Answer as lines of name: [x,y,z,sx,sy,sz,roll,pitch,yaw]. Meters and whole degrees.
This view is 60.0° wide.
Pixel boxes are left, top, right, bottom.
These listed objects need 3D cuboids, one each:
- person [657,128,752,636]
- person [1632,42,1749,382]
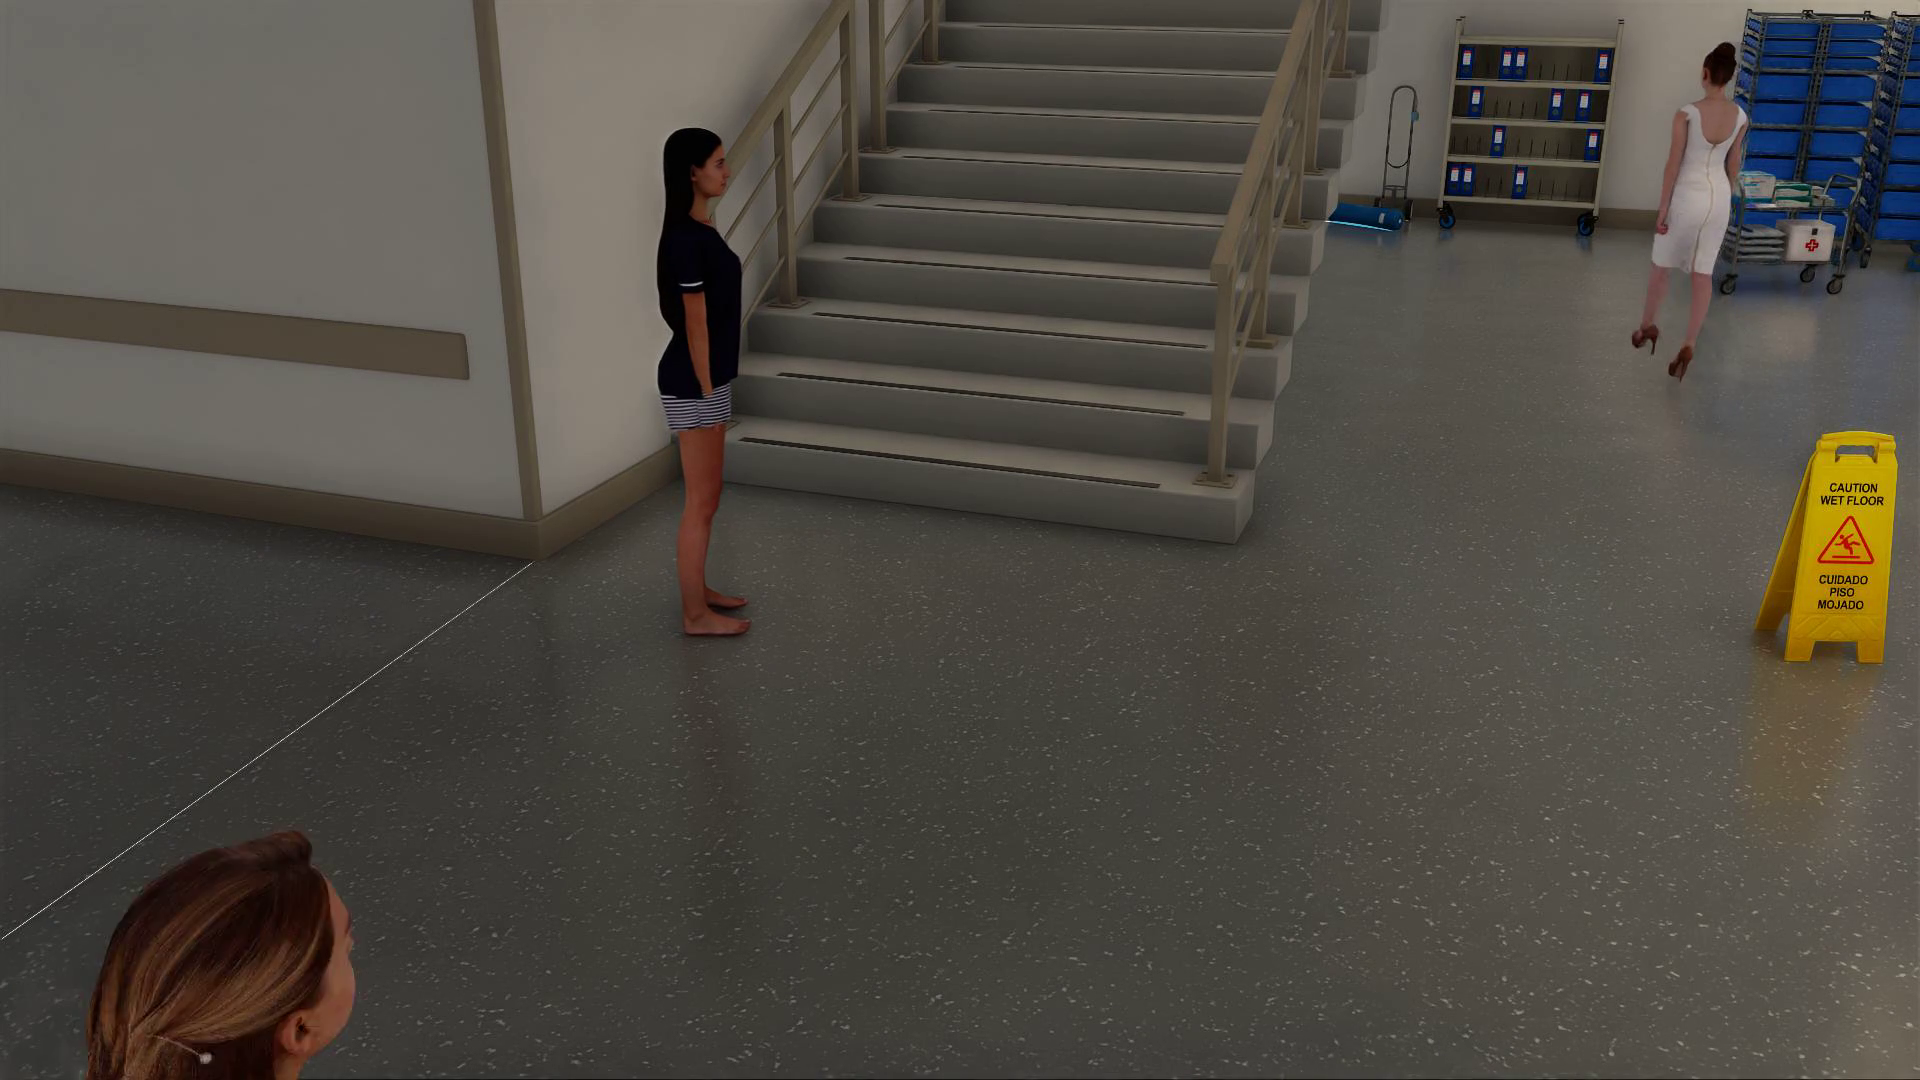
person: [-0.916,-0.526,5.770,0.710,1.764,0.591,-1,21,-3]
person: [3.977,-1.718,8.912,0.776,1.767,1.004,1,21,2]
